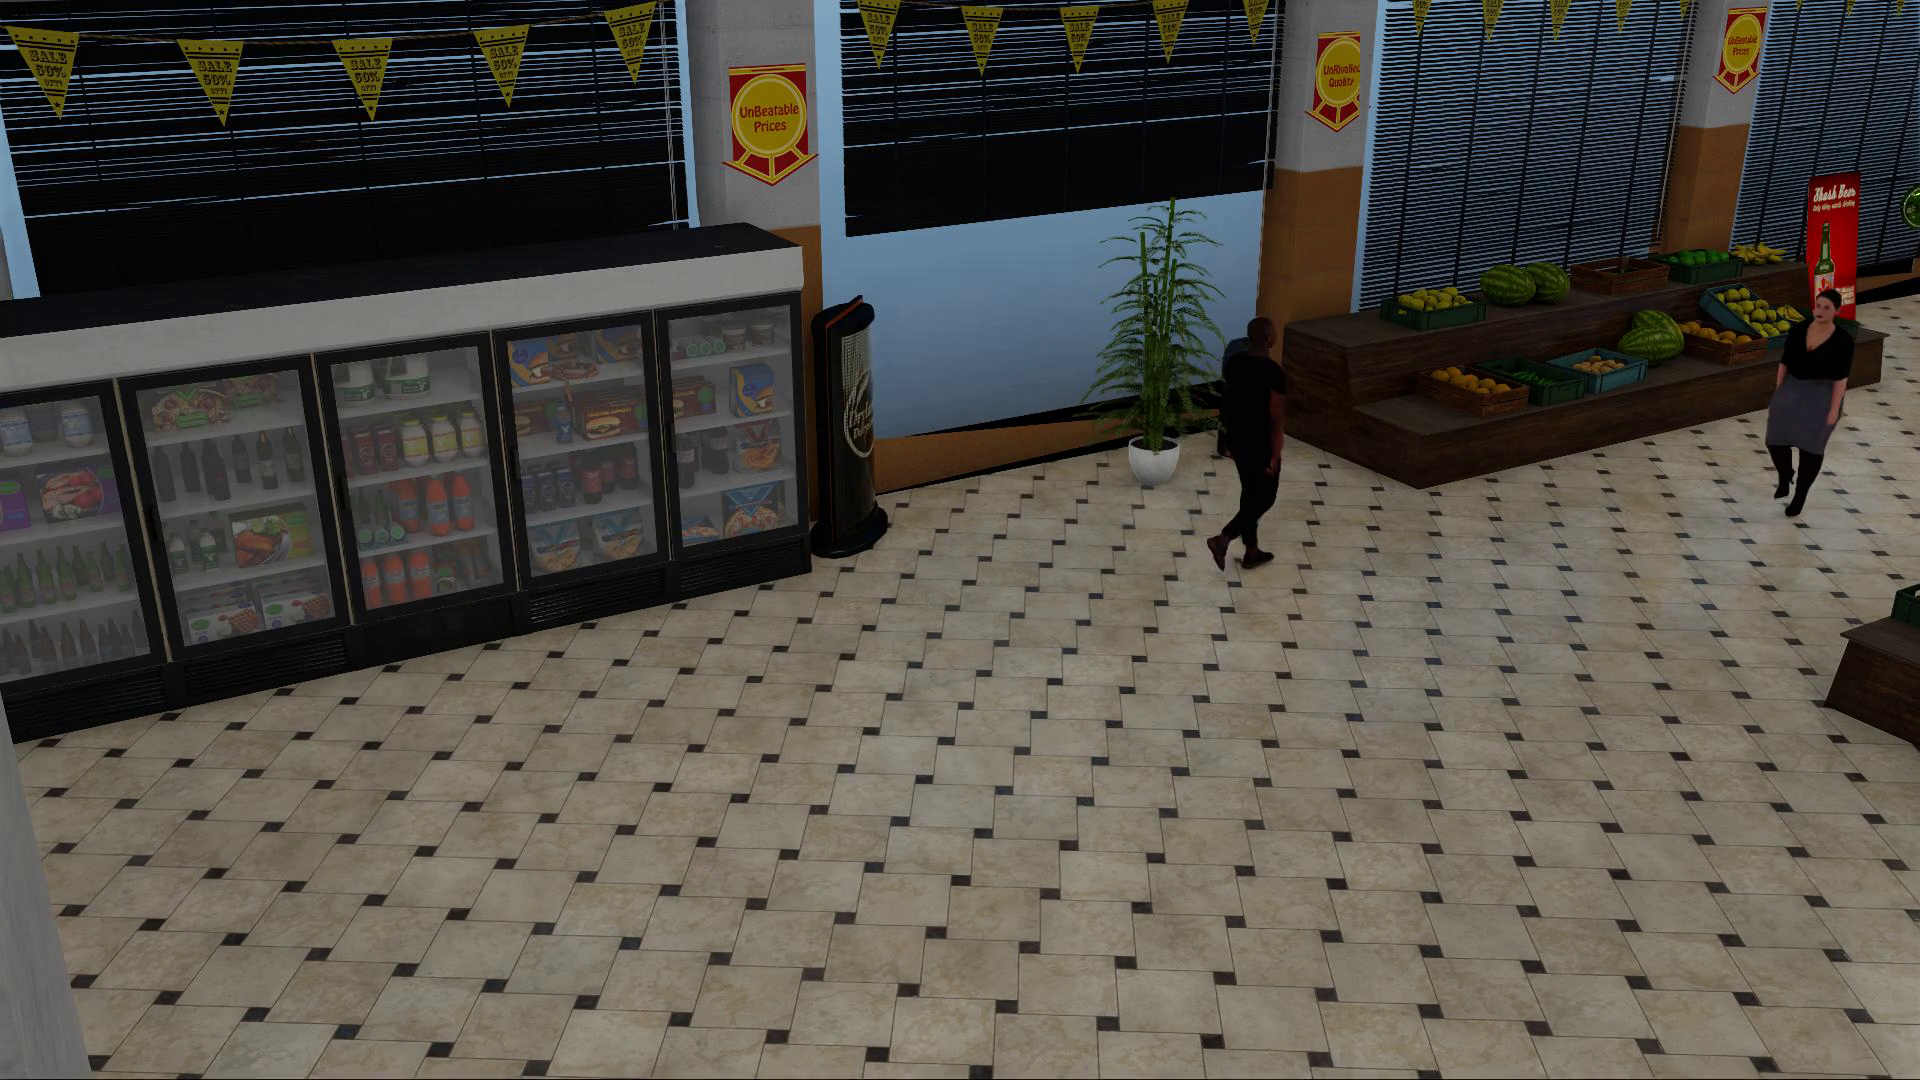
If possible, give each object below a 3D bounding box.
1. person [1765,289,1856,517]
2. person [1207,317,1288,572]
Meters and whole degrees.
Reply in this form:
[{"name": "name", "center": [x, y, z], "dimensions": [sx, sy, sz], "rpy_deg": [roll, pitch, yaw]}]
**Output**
[{"name": "person", "center": [6.358, -1.027, 12.405], "dimensions": [0.754, 1.743, 0.721], "rpy_deg": [-18, 28, -38]}, {"name": "person", "center": [1.938, -0.607, 11.278], "dimensions": [1.011, 1.803, 0.764], "rpy_deg": [-17, 27, -36]}]
